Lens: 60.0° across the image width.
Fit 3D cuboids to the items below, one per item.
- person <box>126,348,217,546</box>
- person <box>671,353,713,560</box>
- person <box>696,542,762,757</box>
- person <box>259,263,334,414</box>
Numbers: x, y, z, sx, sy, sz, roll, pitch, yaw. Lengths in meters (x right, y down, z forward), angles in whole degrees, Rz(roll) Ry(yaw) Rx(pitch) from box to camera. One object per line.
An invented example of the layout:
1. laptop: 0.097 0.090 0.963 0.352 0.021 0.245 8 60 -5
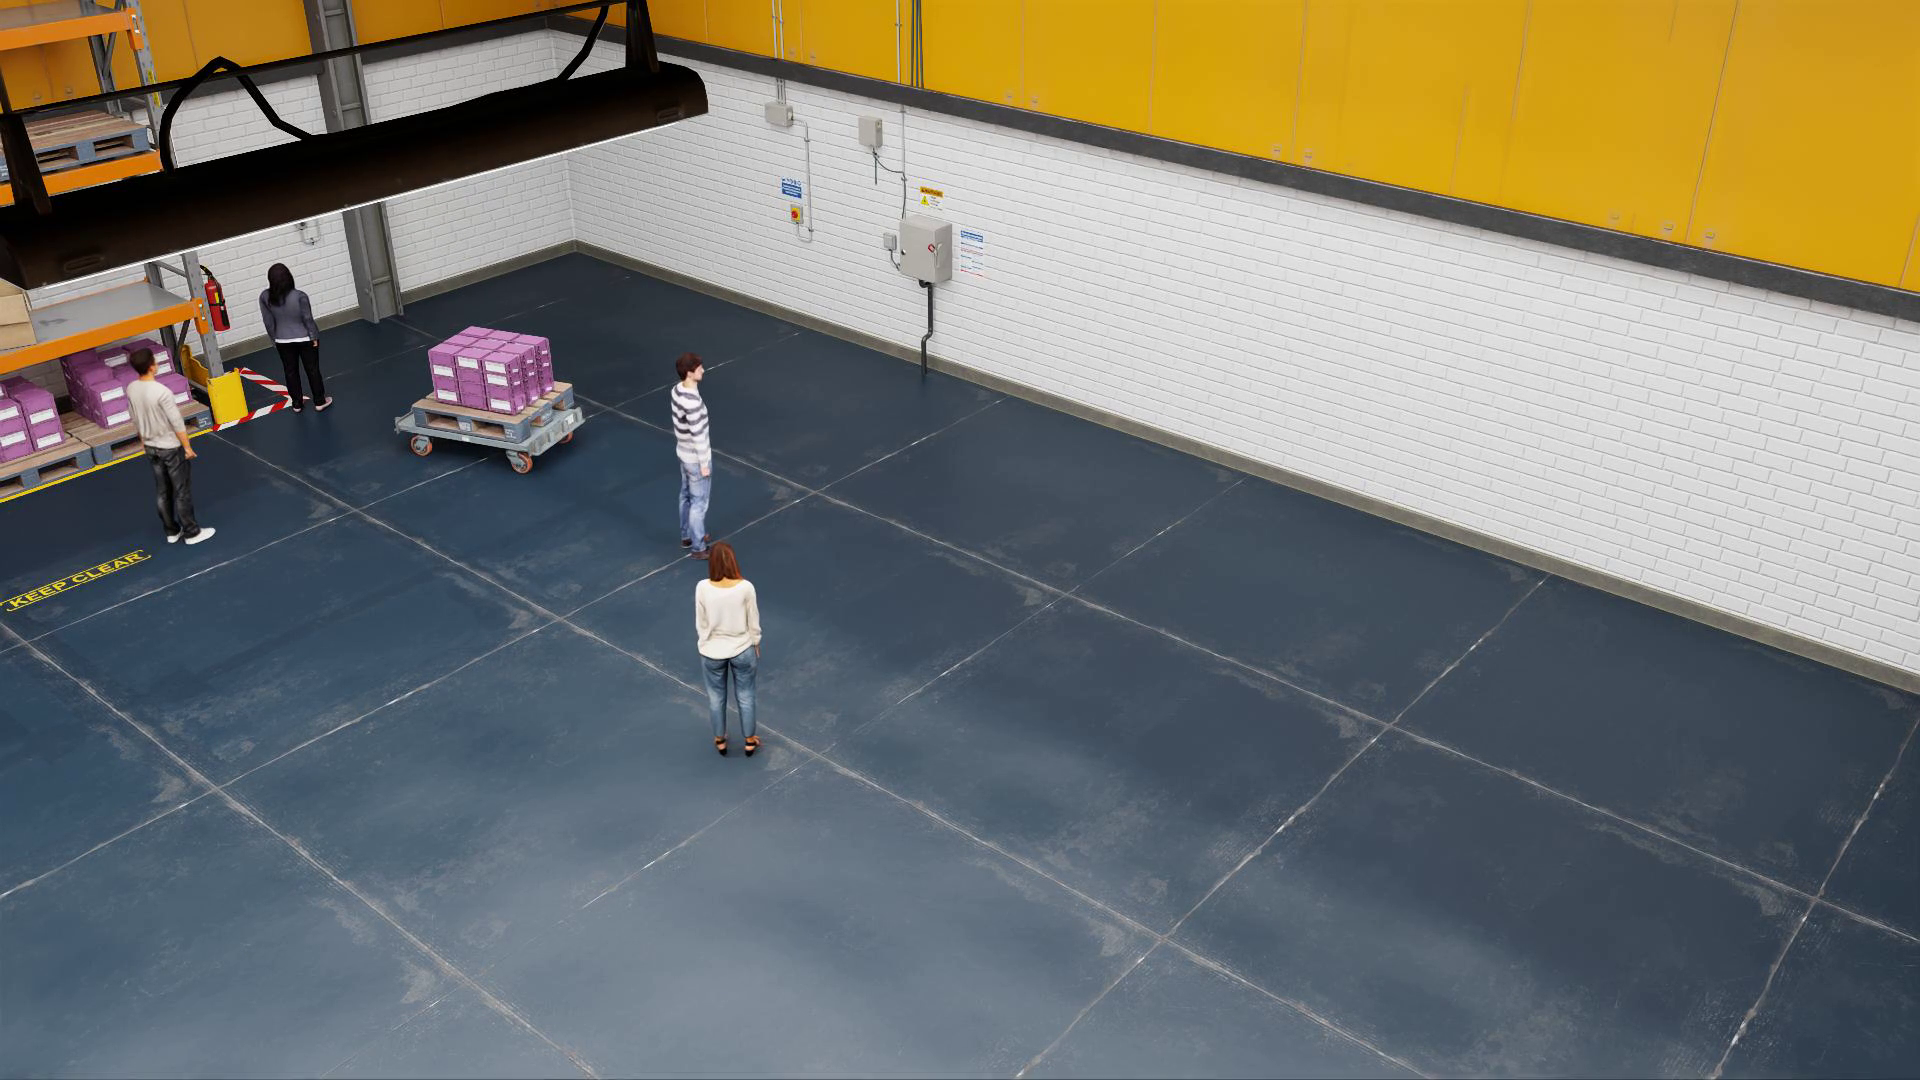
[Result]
1. person: -6.934 -0.813 14.478 0.728 1.811 0.675 9 30 16
2. person: -2.299 -0.734 14.292 0.674 1.851 0.720 -13 31 -23
3. person: -1.631 0.778 11.703 0.699 1.677 0.741 0 29 0
4. person: -6.802 -2.074 17.012 0.801 1.598 0.854 -1 29 -1
